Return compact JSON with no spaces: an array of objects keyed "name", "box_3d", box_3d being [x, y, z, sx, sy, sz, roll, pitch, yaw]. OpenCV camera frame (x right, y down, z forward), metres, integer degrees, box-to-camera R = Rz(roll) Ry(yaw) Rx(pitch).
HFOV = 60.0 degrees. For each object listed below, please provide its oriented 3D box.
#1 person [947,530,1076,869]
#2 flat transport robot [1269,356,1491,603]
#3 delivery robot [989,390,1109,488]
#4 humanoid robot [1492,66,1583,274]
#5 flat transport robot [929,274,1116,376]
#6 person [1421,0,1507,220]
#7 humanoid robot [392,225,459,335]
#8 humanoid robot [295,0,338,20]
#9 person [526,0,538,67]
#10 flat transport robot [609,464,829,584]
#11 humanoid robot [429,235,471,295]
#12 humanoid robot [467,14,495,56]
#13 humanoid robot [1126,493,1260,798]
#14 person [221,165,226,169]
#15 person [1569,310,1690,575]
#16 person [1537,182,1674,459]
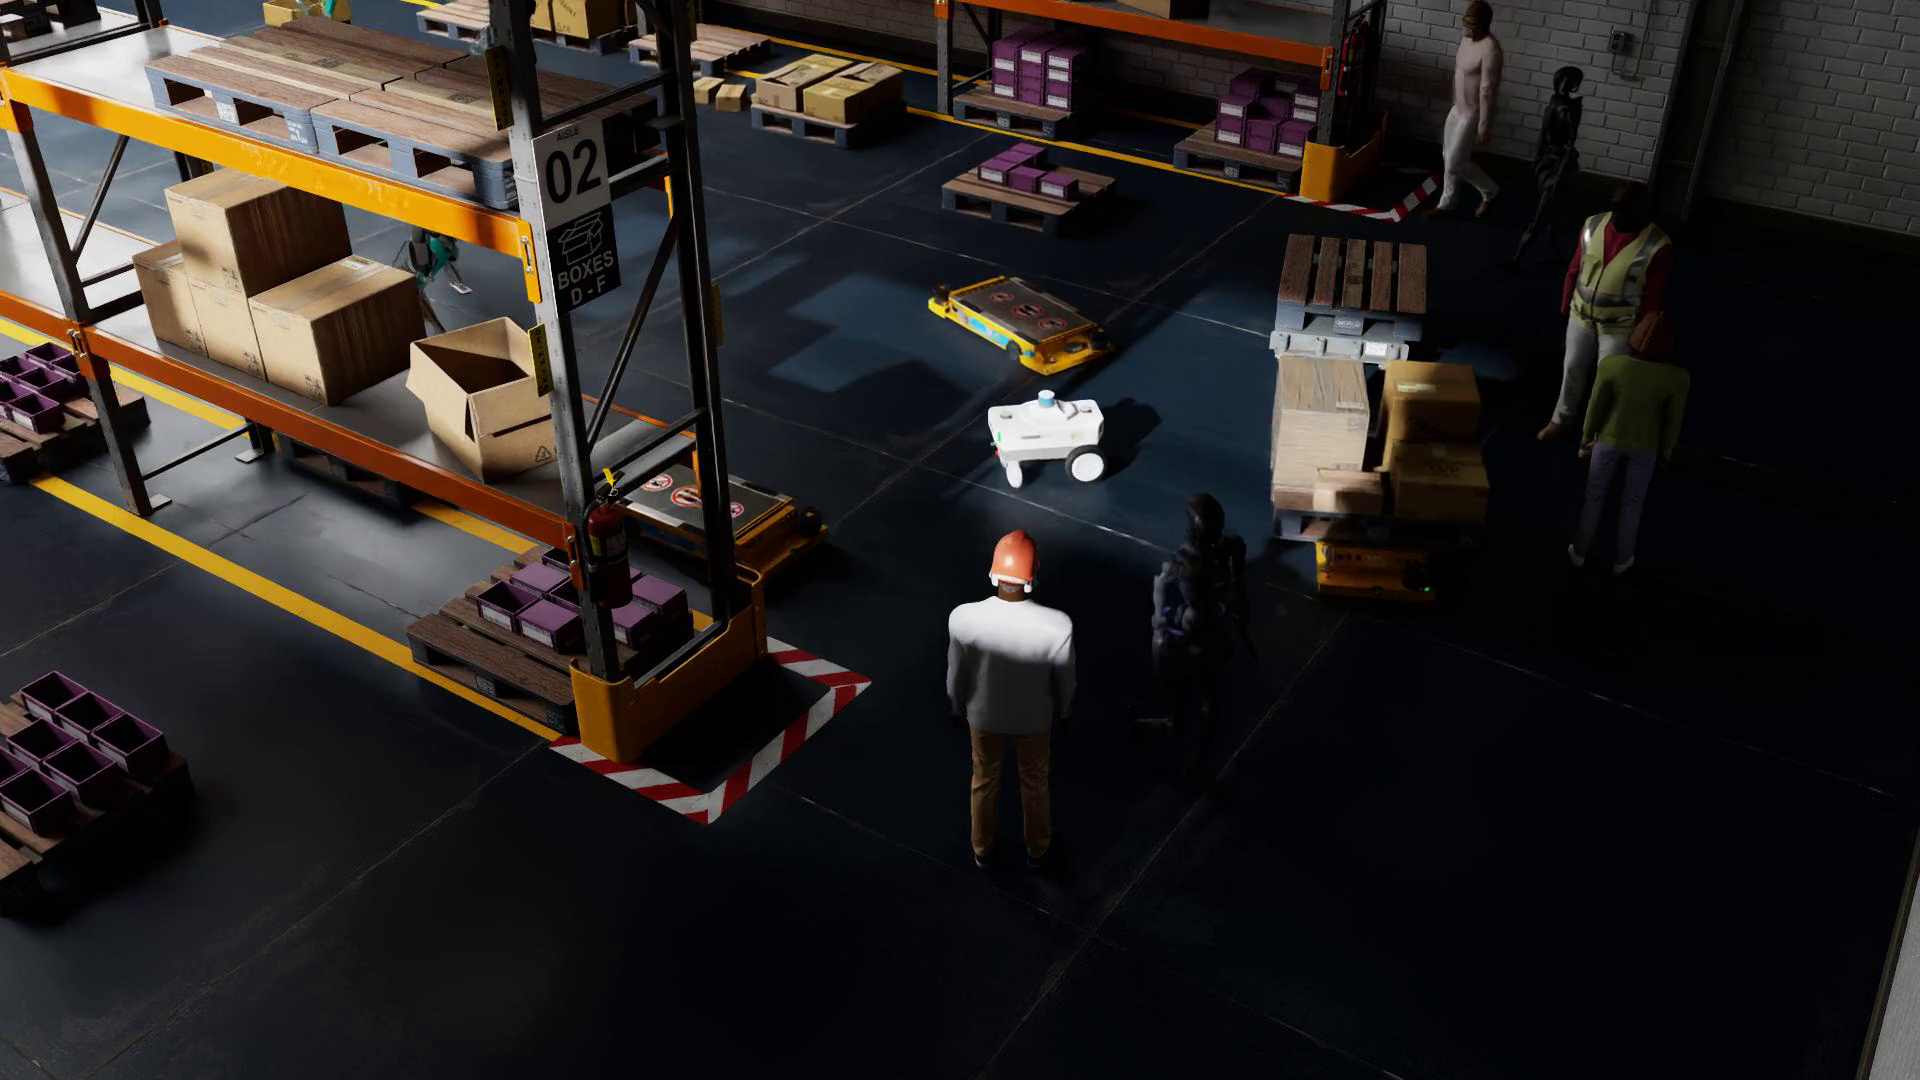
[{"name":"person","box_3d":[0.228,0.724,7.398,0.568,1.749,0.341,3,33,5]},{"name":"flat transport robot","box_3d":[2.471,-0.113,10.047,0.659,0.231,1.431,4,33,7]},{"name":"delivery robot","box_3d":[0.574,-0.673,10.647,0.768,0.596,0.502,-5,33,-7]},{"name":"humanoid robot","box_3d":[4.605,-2.912,13.077,0.686,1.634,0.609,-2,33,-3]},{"name":"flat transport robot","box_3d":[0.446,-1.636,12.387,0.659,0.231,1.431,-22,39,-30]},{"name":"person","box_3d":[4.283,-3.513,13.765,0.552,1.917,0.655,-2,33,-2]},{"name":"humanoid robot","box_3d":[-3.915,-2.030,11.695,0.907,1.823,0.555,7,34,10]},{"name":"humanoid robot","box_3d":[-6.882,-5.979,17.760,1.029,1.763,0.539,29,43,36]},{"name":"person","box_3d":[-3.945,-4.285,14.923,0.423,1.948,0.508,1,33,1]},{"name":"flat transport robot","box_3d":[-1.564,-0.155,10.112,1.431,0.231,0.659,20,38,28]},{"name":"humanoid robot","box_3d":[-4.080,-2.799,12.877,0.554,1.811,0.902,-24,40,-32]},{"name":"humanoid robot","box_3d":[-4.535,-4.824,15.965,0.853,1.800,0.582,7,34,10]},{"name":"humanoid robot","box_3d":[1.107,0.460,7.885,0.601,1.645,0.499,-19,38,-27]},{"name":"person","box_3d":[-5.193,-2.581,12.392,0.509,1.847,0.339,-3,33,-4]},{"name":"person","box_3d":[3.791,-0.544,9.456,0.508,1.632,0.271,13,35,19]},{"name":"person","box_3d":[4.105,-1.404,10.597,0.430,1.837,0.637,-26,41,-34]}]
